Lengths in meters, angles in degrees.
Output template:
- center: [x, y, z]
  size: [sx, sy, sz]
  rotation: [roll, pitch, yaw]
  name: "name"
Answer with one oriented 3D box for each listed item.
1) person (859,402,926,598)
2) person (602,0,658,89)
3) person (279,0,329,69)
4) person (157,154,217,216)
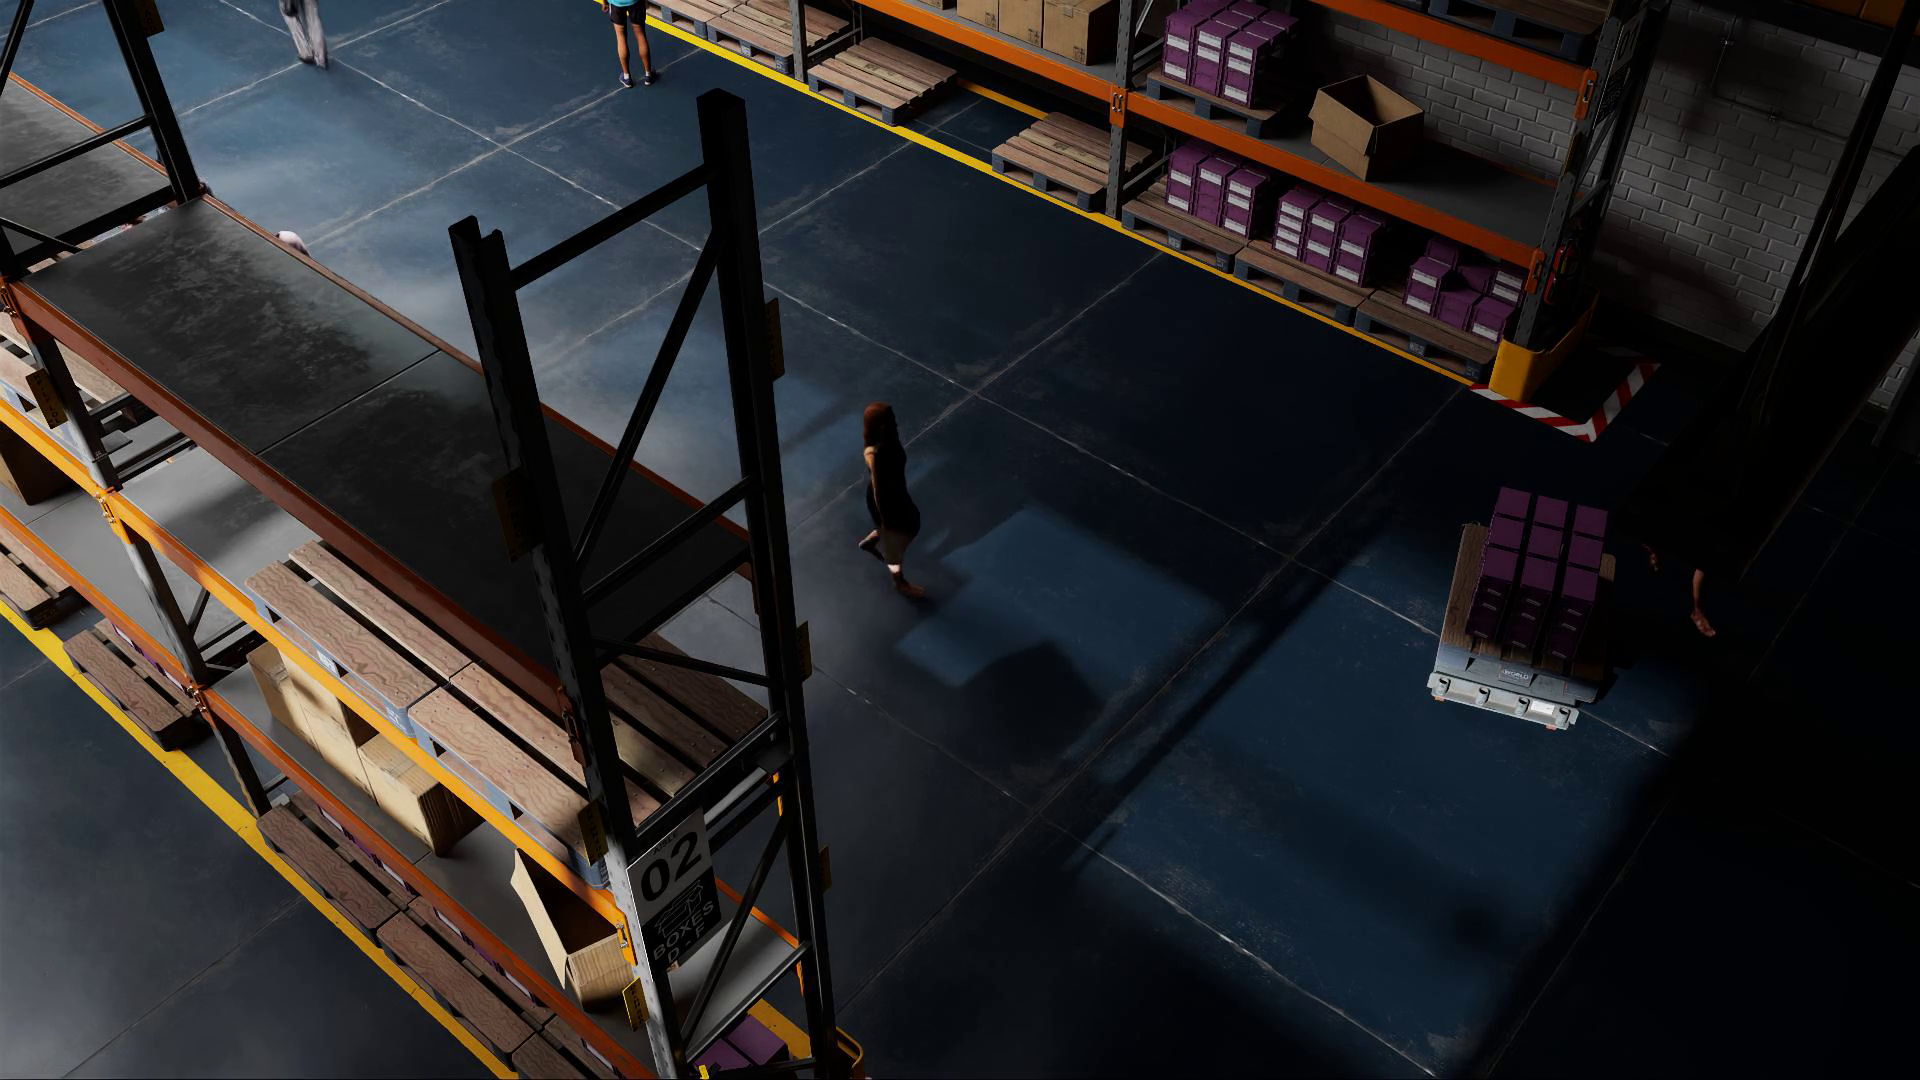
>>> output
- center: [-0.549, -0.298, 11.408]
  size: [0.868, 1.613, 0.724]
  rotation: [16, 46, 16]
  name: "person"
- center: [-3.345, -5.393, 16.640]
  size: [0.689, 1.774, 0.718]
  rotation: [-8, 44, -9]
  name: "person"
- center: [-6.695, -5.613, 16.881]
  size: [0.689, 1.760, 0.691]
  rotation: [-30, 51, -28]
  name: "person"
- center: [-6.216, -2.480, 13.660]
  size: [1.087, 1.665, 1.290]
  rotation: [-12, 45, -12]
  name: "person"
